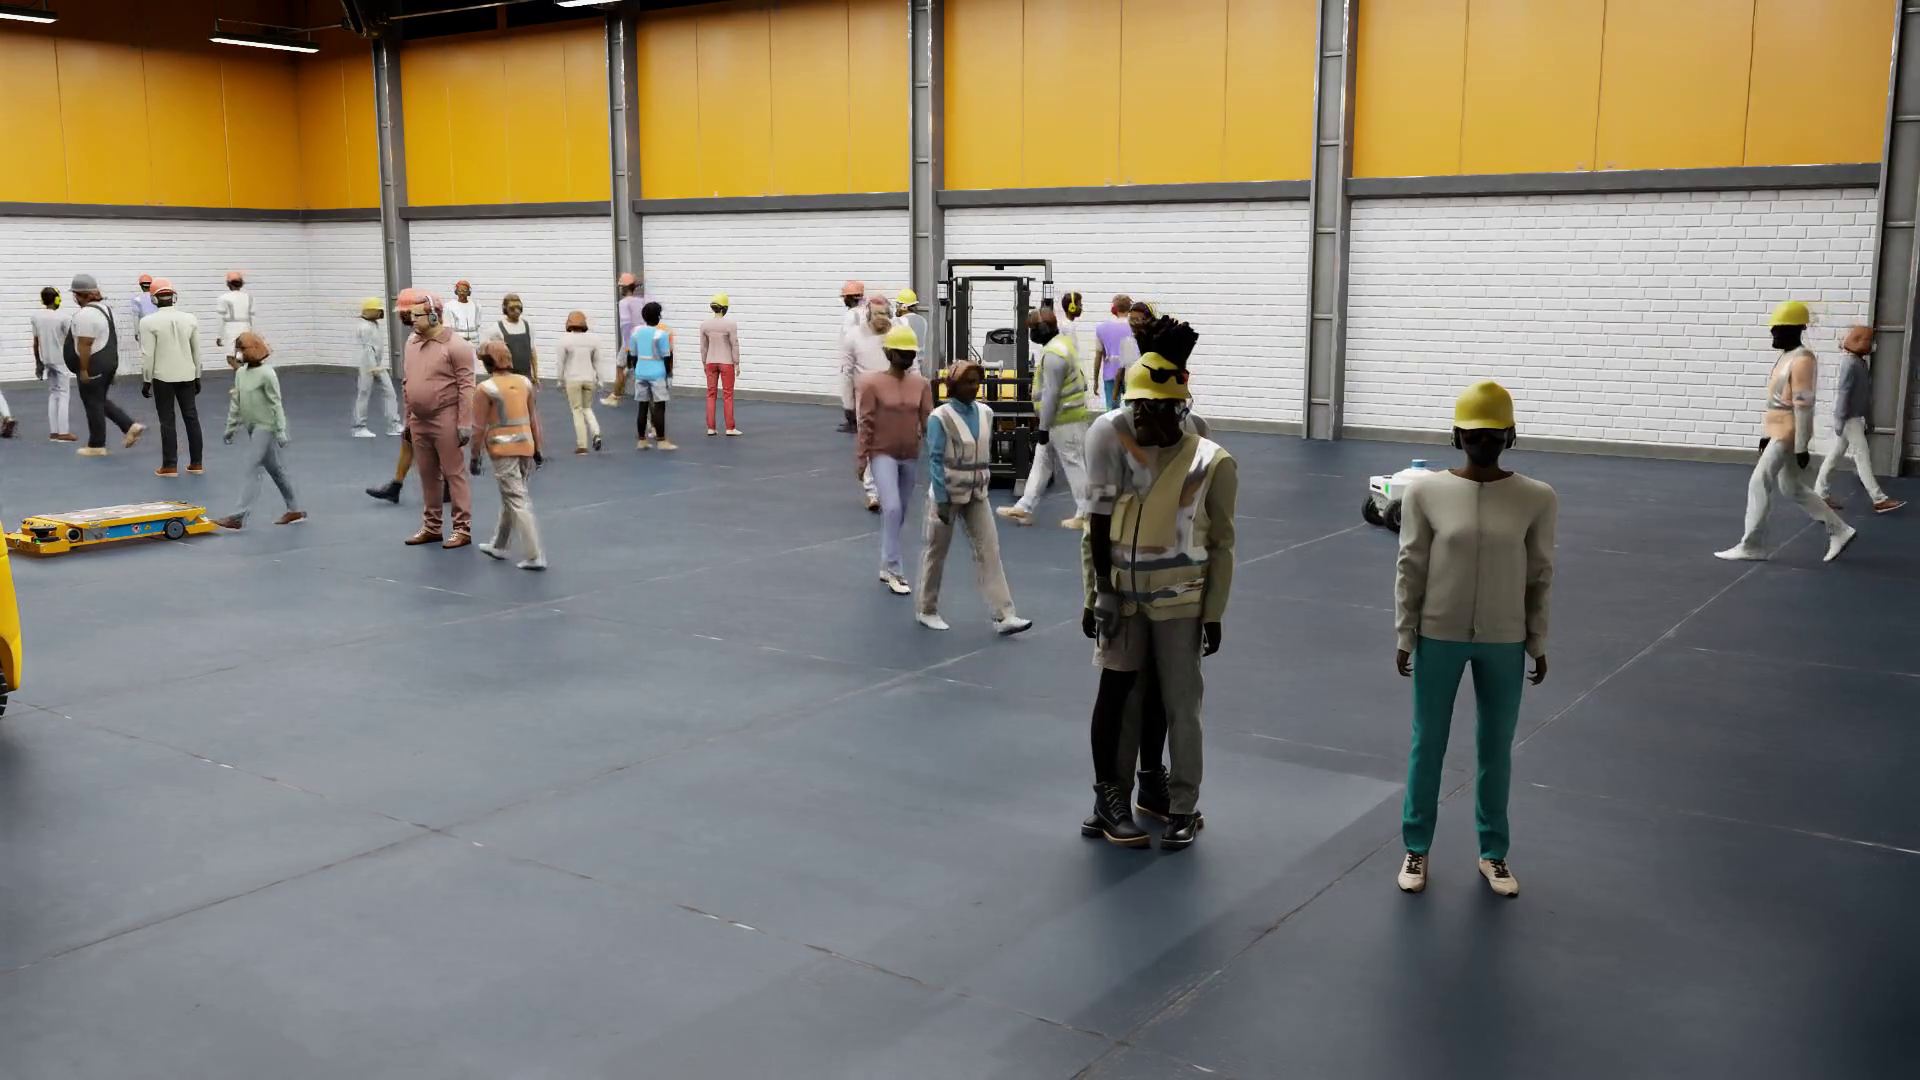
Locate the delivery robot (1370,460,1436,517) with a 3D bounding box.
[{"bbox_3d":[3.689,-0.405,13.414,0.707,0.478,0.477,-2,10,-10],"label":"delivery robot"}]

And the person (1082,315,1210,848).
[{"bbox_3d":[0.716,0.144,6.235,0.607,1.962,0.373,-8,12,-39],"label":"person"}]

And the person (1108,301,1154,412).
[{"bbox_3d":[1.622,-1.189,14.649,0.968,1.832,0.525,-8,12,-38],"label":"person"}]

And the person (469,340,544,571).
[{"bbox_3d":[-3.241,-0.595,11.675,0.822,1.597,0.528,5,11,29],"label":"person"}]

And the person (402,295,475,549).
[{"bbox_3d":[-3.962,-0.886,12.546,0.649,1.904,0.401,5,11,27],"label":"person"}]

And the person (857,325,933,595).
[{"bbox_3d":[-0.372,-0.522,10.861,0.547,1.736,0.725,-6,11,-33],"label":"person"}]

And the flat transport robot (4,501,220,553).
[{"bbox_3d":[-6.530,-0.116,12.817,0.652,0.197,1.431,7,12,35],"label":"flat transport robot"}]

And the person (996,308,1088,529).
[{"bbox_3d":[0.692,-0.959,13.358,0.911,1.778,0.684,1,10,5],"label":"person"}]

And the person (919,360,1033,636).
[{"bbox_3d":[0.049,-0.228,9.550,0.539,1.594,0.845,-8,13,-41],"label":"person"}]

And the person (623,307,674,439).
[{"bbox_3d":[-3.804,-2.079,20.375,0.557,1.639,0.886,-5,11,-28],"label":"person"}]

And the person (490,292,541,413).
[{"bbox_3d":[-4.827,-1.753,17.935,0.527,1.827,0.592,-8,13,-41],"label":"person"}]

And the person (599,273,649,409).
[{"bbox_3d":[-4.795,-2.902,24.337,1.069,1.984,0.630,4,10,24],"label":"person"}]

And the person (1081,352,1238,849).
[{"bbox_3d":[0.713,0.221,6.166,0.590,1.833,0.404,5,11,27],"label":"person"}]

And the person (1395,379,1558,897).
[{"bbox_3d":[1.746,0.338,5.667,0.525,1.769,0.311,1,10,8],"label":"person"}]

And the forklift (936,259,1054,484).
[{"bbox_3d":[0.370,-1.738,16.759,1.214,2.155,2.313,1,10,3],"label":"forklift"}]

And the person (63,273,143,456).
[{"bbox_3d":[-9.603,-1.951,18.482,0.640,2.000,0.690,-1,10,-7],"label":"person"}]

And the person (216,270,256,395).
[{"bbox_3d":[-11.493,-3.292,26.519,0.818,2.024,0.617,6,11,34],"label":"person"}]

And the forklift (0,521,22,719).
[{"bbox_3d":[-5.296,-0.090,6.943,1.214,2.155,2.313,7,12,35],"label":"forklift"}]

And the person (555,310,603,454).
[{"bbox_3d":[-4.267,-1.758,18.600,0.497,1.616,0.349,-8,12,-39],"label":"person"}]

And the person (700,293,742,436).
[{"bbox_3d":[-2.956,-2.165,20.575,0.527,1.768,0.313,3,10,19],"label":"person"}]

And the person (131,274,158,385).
[{"bbox_3d":[-14.114,-3.661,28.990,0.543,1.932,0.365,-6,11,-33],"label":"person"}]

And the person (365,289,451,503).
[{"bbox_3d":[-4.855,-1.248,14.686,0.802,1.904,0.571,-6,11,-31],"label":"person"}]

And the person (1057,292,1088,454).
[{"bbox_3d":[1.143,-1.834,18.459,0.962,1.830,0.530,0,10,1],"label":"person"}]

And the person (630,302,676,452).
[{"bbox_3d":[-3.491,-1.848,18.893,0.540,1.695,0.317,5,11,28],"label":"person"}]

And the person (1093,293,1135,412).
[{"bbox_3d":[1.672,-1.646,17.305,0.572,1.821,0.482,0,10,2],"label":"person"}]

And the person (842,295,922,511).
[{"bbox_3d":[-0.661,-1.190,14.472,0.671,1.852,0.935,-3,10,-16],"label":"person"}]

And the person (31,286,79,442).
[{"bbox_3d":[-10.781,-2.100,19.893,0.536,1.862,0.406,2,10,13],"label":"person"}]

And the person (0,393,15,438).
[{"bbox_3d":[-11.976,-2.186,20.320,0.924,1.910,0.639,5,11,29],"label":"person"}]

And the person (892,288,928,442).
[{"bbox_3d":[-0.634,-2.047,19.658,0.404,1.836,0.600,6,11,32],"label":"person"}]

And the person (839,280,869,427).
[{"bbox_3d":[-1.353,-2.393,21.514,0.409,1.907,0.651,-4,10,-21],"label":"person"}]

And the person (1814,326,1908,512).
[{"bbox_3d":[7.775,-1.028,14.271,0.801,1.592,0.523,7,12,37],"label":"person"}]

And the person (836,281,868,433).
[{"bbox_3d":[-1.223,-2.273,20.814,0.657,1.914,0.544,4,10,22],"label":"person"}]

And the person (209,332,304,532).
[{"bbox_3d":[-5.707,-0.874,13.416,0.522,1.586,0.860,8,13,41],"label":"person"}]

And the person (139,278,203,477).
[{"bbox_3d":[-7.930,-1.628,16.724,0.394,1.985,0.611,7,12,37],"label":"person"}]

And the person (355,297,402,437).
[{"bbox_3d":[-7.105,-2.106,20.370,0.783,1.713,0.487,1,10,8],"label":"person"}]

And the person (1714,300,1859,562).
[{"bbox_3d":[5.971,-0.767,11.872,0.878,1.894,0.586,4,10,20],"label":"person"}]

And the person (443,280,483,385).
[{"bbox_3d":[-7.164,-2.807,24.055,0.574,1.881,0.358,-8,12,-39],"label":"person"}]
